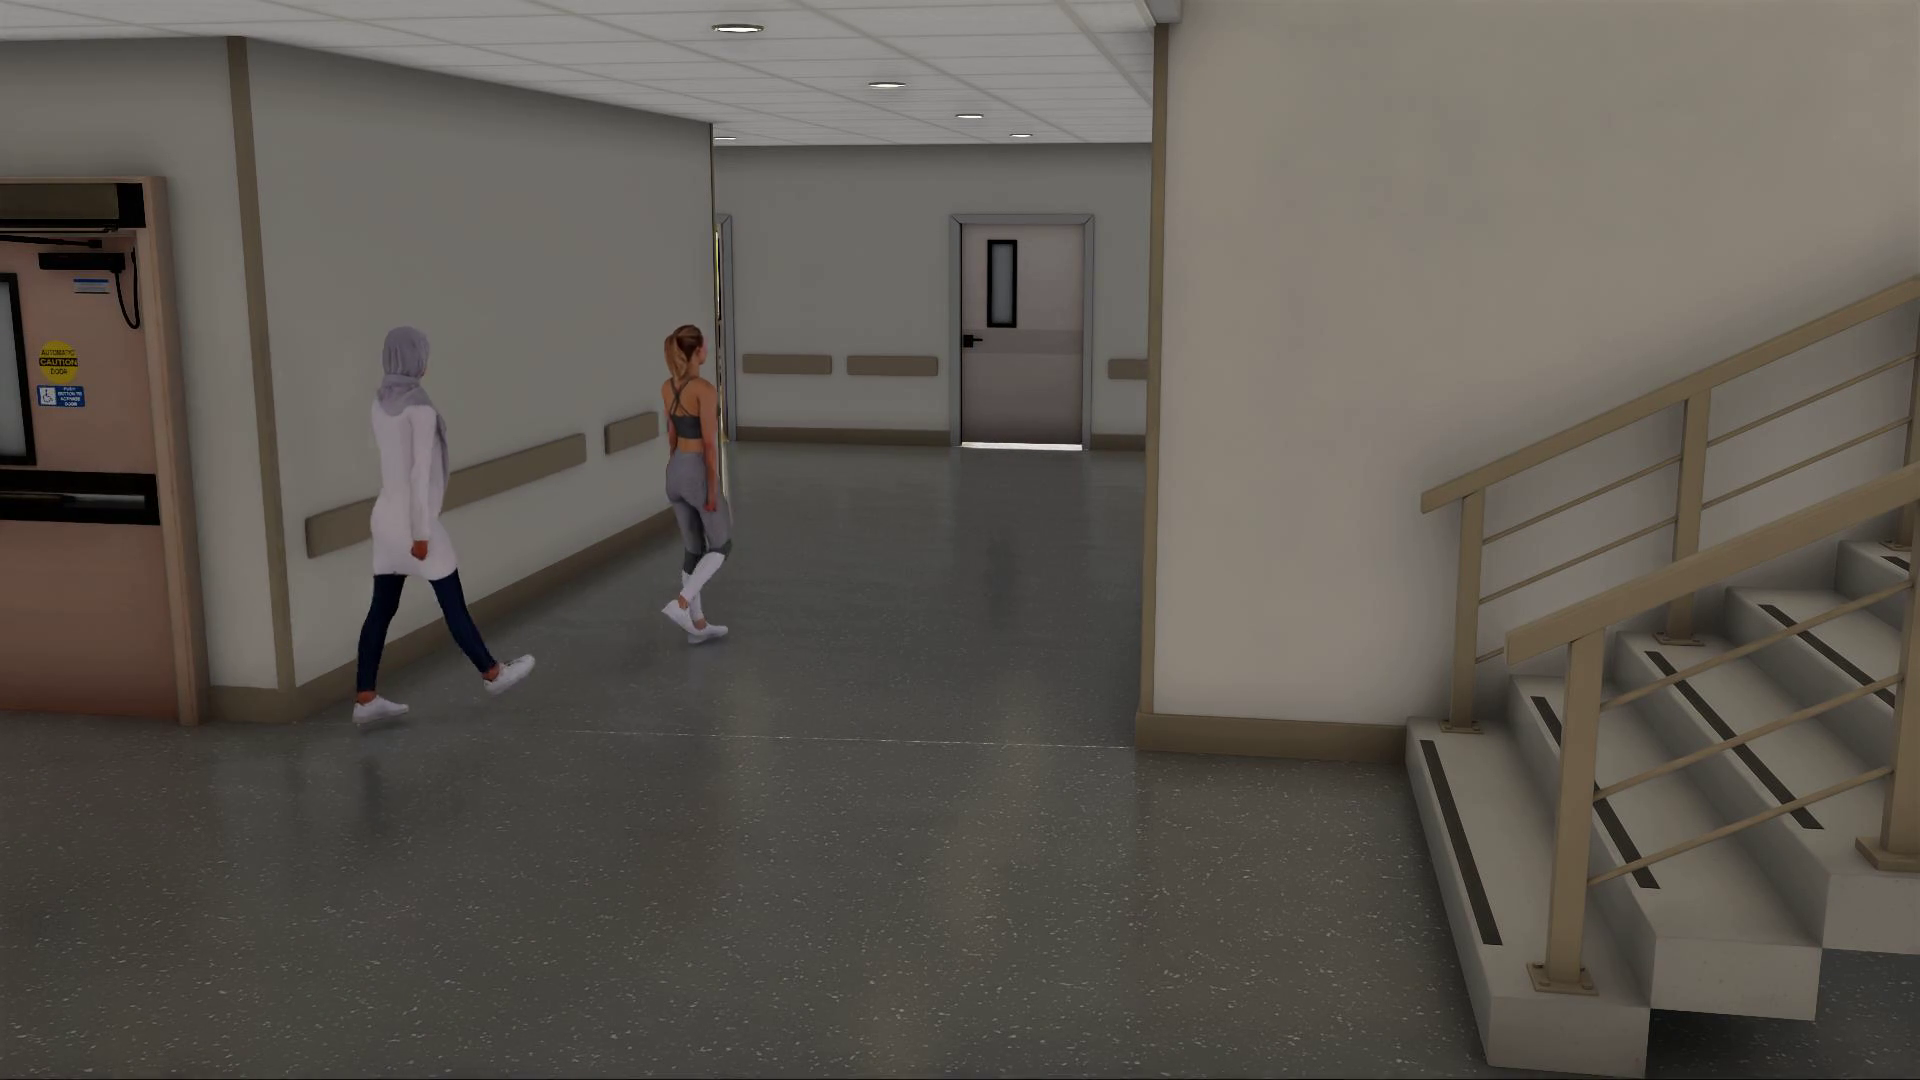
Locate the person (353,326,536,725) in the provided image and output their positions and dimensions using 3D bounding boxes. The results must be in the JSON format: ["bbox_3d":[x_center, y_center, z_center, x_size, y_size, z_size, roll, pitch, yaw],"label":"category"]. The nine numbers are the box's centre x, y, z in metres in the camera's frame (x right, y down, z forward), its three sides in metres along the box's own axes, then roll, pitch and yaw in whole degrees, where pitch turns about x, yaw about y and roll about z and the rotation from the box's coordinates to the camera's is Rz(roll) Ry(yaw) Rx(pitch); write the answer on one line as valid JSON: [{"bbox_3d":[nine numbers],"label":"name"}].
[{"bbox_3d":[-2.522,-0.027,7.344,1.120,1.734,1.059,10,15,43],"label":"person"}]

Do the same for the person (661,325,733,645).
[{"bbox_3d":[-1.449,-0.267,8.716,0.782,1.693,0.791,8,13,35],"label":"person"}]
